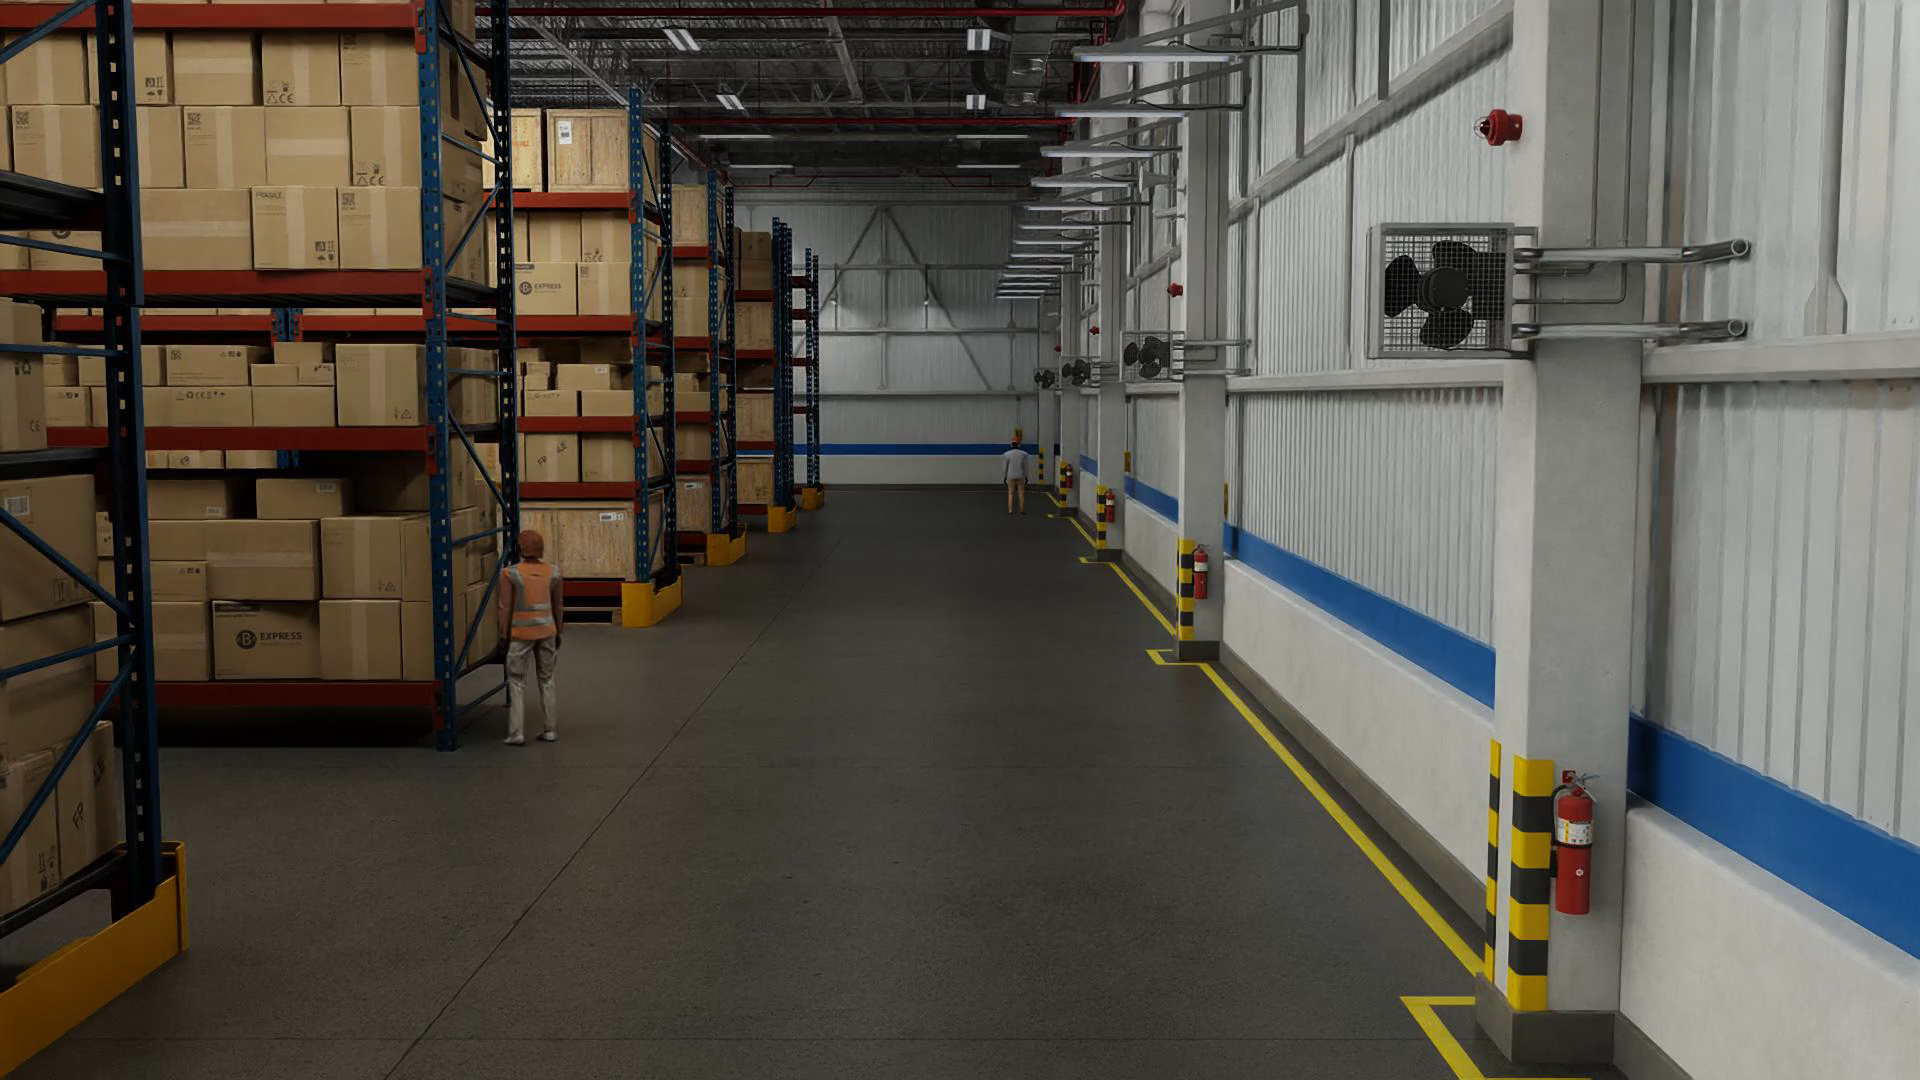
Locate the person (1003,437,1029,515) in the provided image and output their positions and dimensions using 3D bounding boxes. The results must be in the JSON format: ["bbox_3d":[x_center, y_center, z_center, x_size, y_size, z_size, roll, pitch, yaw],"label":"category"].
[{"bbox_3d":[1.241,-1.413,36.925,0.563,1.742,0.338,0,5,2],"label":"person"}]

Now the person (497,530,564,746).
[{"bbox_3d":[-3.230,0.736,12.555,0.525,1.634,0.313,-4,6,-39],"label":"person"}]
